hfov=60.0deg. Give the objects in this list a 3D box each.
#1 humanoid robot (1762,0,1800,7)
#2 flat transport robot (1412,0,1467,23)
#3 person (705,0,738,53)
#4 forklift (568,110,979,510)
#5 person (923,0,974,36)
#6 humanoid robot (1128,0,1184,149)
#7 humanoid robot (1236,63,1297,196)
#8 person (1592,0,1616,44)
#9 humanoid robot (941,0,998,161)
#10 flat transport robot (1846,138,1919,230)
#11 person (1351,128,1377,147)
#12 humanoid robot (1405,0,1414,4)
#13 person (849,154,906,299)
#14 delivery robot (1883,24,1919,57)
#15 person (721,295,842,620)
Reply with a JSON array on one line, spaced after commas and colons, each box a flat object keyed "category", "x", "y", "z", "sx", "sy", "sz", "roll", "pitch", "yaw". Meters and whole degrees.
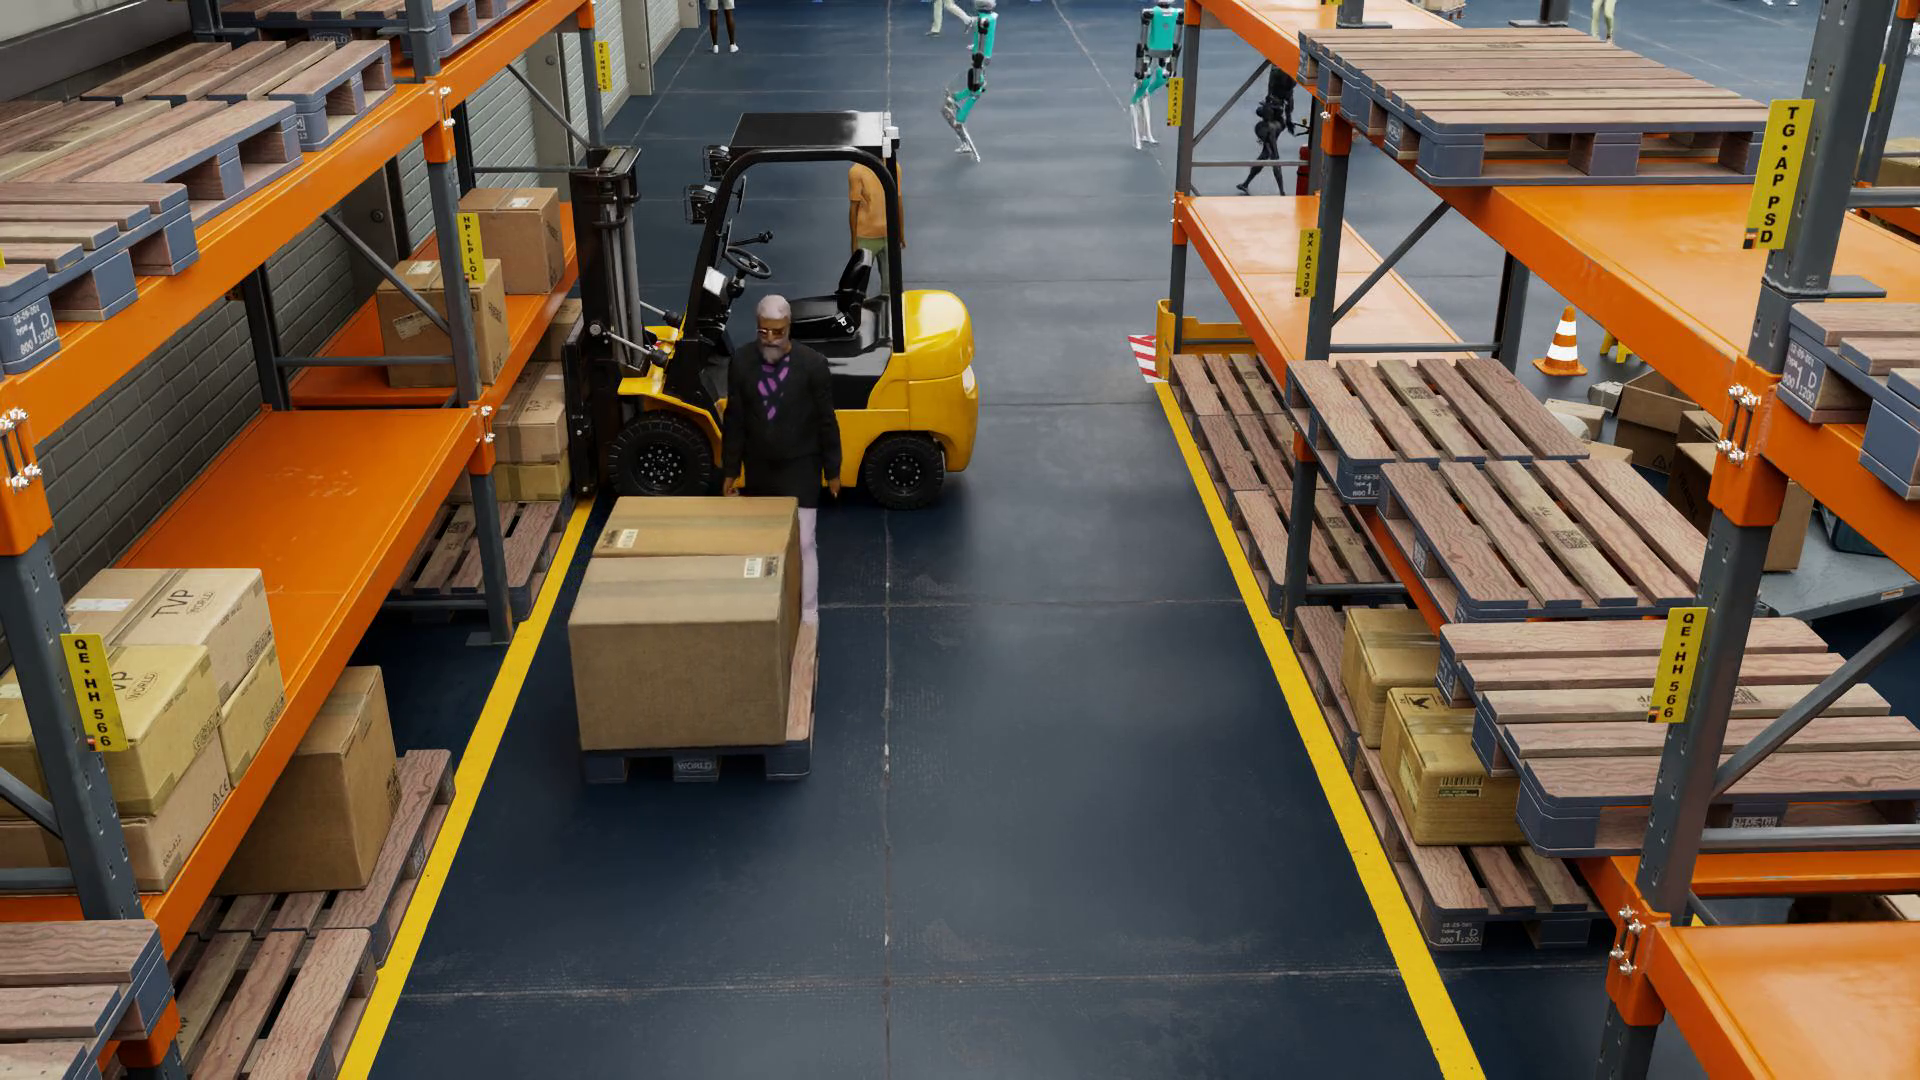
[{"category": "humanoid robot", "x": 14.539, "y": -10.123, "z": 29.009, "sx": 0.547, "sy": 1.722, "sz": 1.007, "roll": -10, "pitch": 27, "yaw": -19}, {"category": "flat transport robot", "x": 7.446, "y": -8.391, "z": 27.073, "sx": 0.659, "sy": 0.231, "sz": 1.431, "roll": 16, "pitch": 30, "yaw": 31}, {"category": "person", "x": -3.626, "y": -8.306, "z": 24.986, "sx": 0.541, "sy": 1.900, "sz": 0.373, "roll": -4, "pitch": 26, "yaw": -8}, {"category": "forklift", "x": -1.043, "y": -1.379, "z": 9.976, "sx": 2.313, "sy": 2.155, "sz": 1.214, "roll": -1, "pitch": 25, "yaw": -2}, {"category": "person", "x": -0.194, "y": -8.894, "z": 26.433, "sx": 0.725, "sy": 1.722, "sz": 0.577, "roll": -7, "pitch": 26, "yaw": -14}, {"category": "humanoid robot", "x": 2.153, "y": -5.333, "z": 18.886, "sx": 0.553, "sy": 1.758, "sz": 0.803, "roll": -9, "pitch": 27, "yaw": -18}, {"category": "humanoid robot", "x": 3.134, "y": -4.203, "z": 16.607, "sx": 0.774, "sy": 1.634, "sz": 0.593, "roll": 18, "pitch": 30, "yaw": 33}, {"category": "person", "x": 9.671, "y": -8.267, "z": 24.931, "sx": 0.543, "sy": 1.882, "sz": 0.465, "roll": 19, "pitch": 31, "yaw": 34}, {"category": "humanoid robot", "x": 0.039, "y": -5.036, "z": 18.280, "sx": 0.757, "sy": 1.808, "sz": 0.549, "roll": 4, "pitch": 26, "yaw": 8}, {"category": "flat transport robot", "x": 7.494, "y": -1.938, "z": 13.407, "sx": 1.431, "sy": 0.231, "sz": 0.659, "roll": 1, "pitch": 25, "yaw": 2}, {"category": "person", "x": 4.632, "y": -5.420, "z": 18.878, "sx": 0.649, "sy": 1.901, "sz": 0.664, "roll": 20, "pitch": 32, "yaw": 36}, {"category": "humanoid robot", "x": 5.604, "y": -6.217, "z": 20.842, "sx": 0.649, "sy": 1.619, "sz": 0.604, "roll": 23, "pitch": 33, "yaw": 39}, {"category": "person", "x": -0.606, "y": -2.249, "z": 12.383, "sx": 0.437, "sy": 1.709, "sz": 0.389, "roll": -13, "pitch": 28, "yaw": -25}, {"category": "delivery robot", "x": 14.091, "y": -7.521, "z": 24.888, "sx": 0.782, "sy": 0.589, "sz": 0.499, "roll": -14, "pitch": 29, "yaw": -28}, {"category": "person", "x": -0.911, "y": -0.303, "z": 8.149, "sx": 0.572, "sy": 1.814, "sz": 0.775, "roll": 6, "pitch": 26, "yaw": 13}]
